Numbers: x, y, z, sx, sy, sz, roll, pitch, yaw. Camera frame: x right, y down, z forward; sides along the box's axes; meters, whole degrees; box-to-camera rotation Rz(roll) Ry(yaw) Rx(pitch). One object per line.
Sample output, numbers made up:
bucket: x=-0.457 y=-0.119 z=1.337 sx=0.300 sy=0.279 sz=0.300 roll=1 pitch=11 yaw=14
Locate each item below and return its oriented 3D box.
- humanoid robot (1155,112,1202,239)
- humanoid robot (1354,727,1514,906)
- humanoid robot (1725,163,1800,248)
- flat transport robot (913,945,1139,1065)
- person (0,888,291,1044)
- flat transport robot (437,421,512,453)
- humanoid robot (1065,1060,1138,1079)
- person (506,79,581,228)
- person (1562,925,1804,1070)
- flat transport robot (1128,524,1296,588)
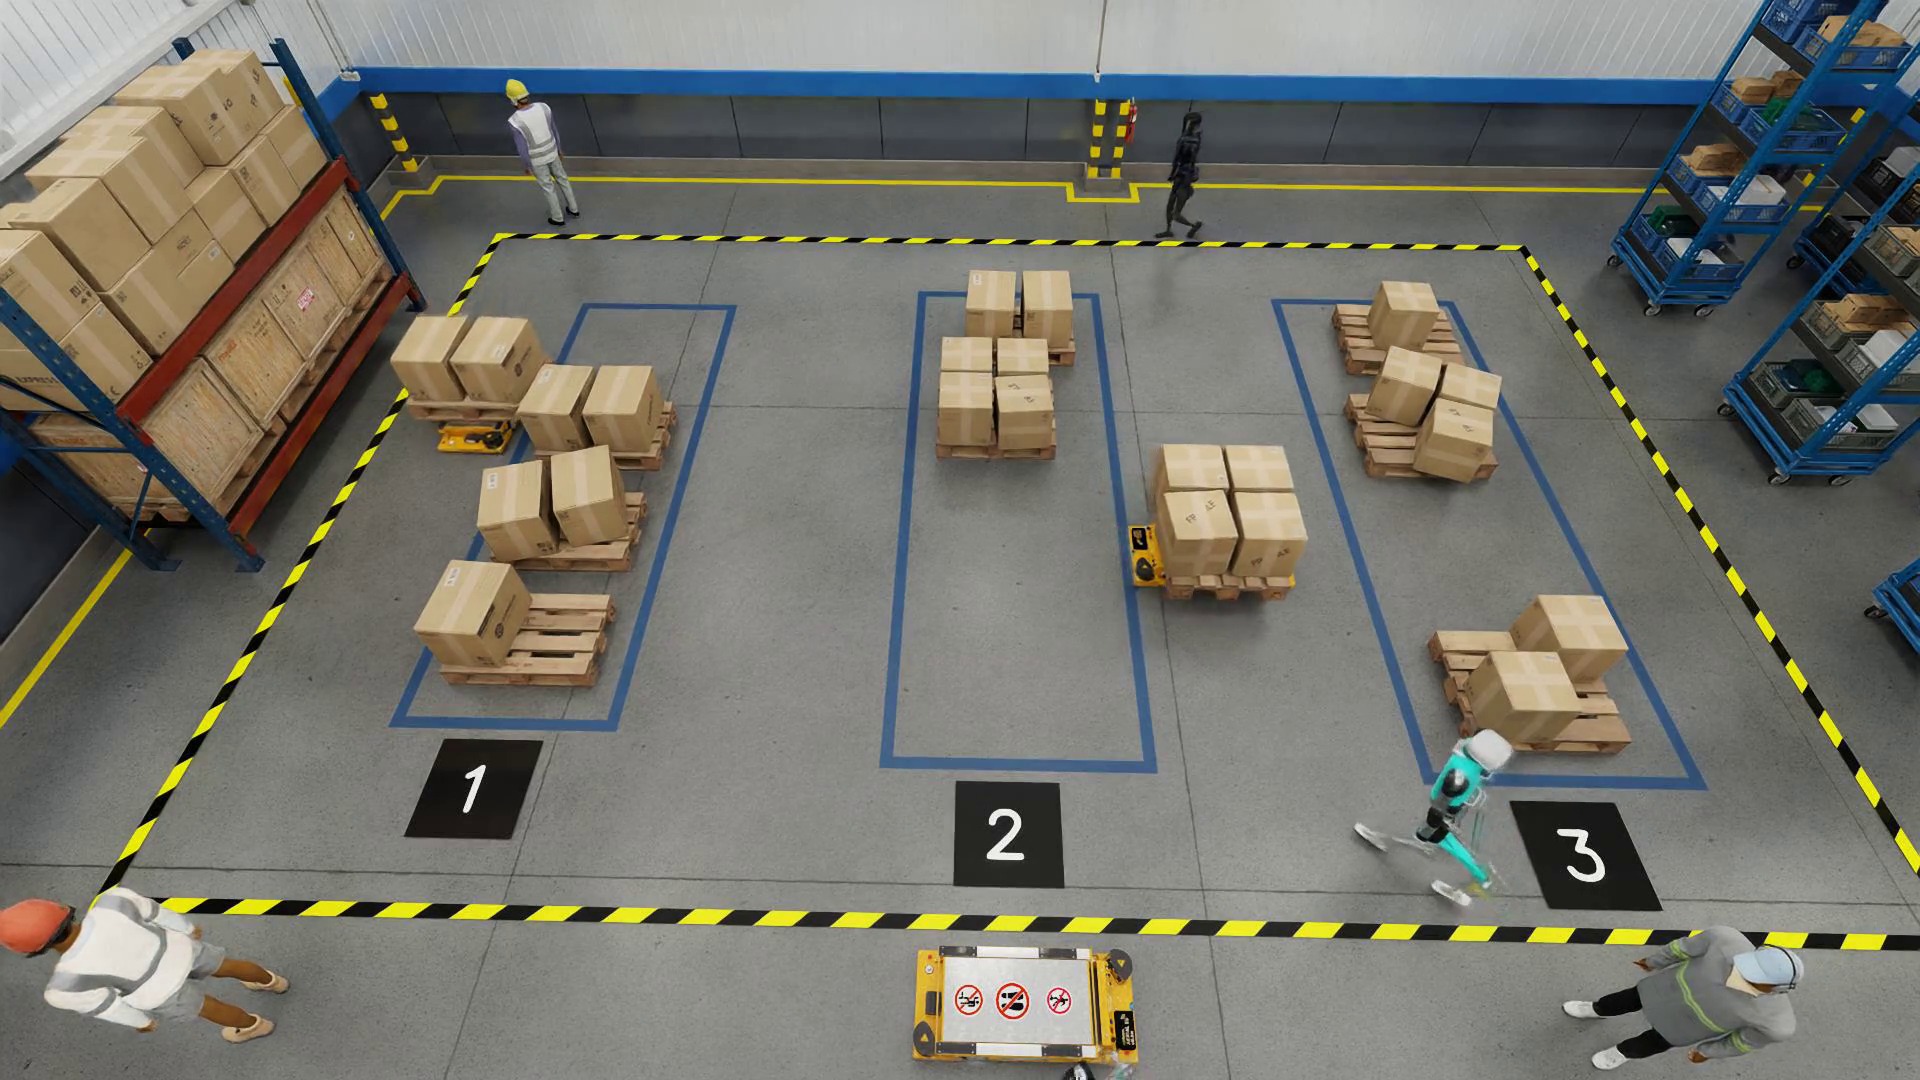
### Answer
humanoid robot: x=2.782 y=-4.424 z=11.183 sx=0.495 sy=1.636 sz=0.605 roll=-7 pitch=51 yaw=-6
humanoid robot: x=3.344 y=1.906 z=6.017 sx=1.041 sy=1.762 sz=0.543 roll=36 pitch=59 yaw=25
humanoid robot: x=9.723 y=-4.371 z=11.140 sx=0.610 sy=1.643 sz=0.378 roll=11 pitch=52 yaw=9
flat transport robot: x=0.422 y=3.041 z=6.007 sx=1.431 sy=0.231 sz=0.659 roll=1 pitch=51 yaw=1
person: x=-4.660 y=2.503 z=5.305 sx=0.391 sy=2.039 sz=0.607 roll=0 pitch=51 yaw=0
flat transport robot: x=-4.951 y=-1.495 z=9.686 sx=0.652 sy=0.197 sz=1.431 roll=1 pitch=51 yaw=1
humanoid robot: x=0.942 y=3.099 z=5.029 sx=0.805 sy=1.801 sz=0.530 roll=-25 pitch=55 yaw=-19
person: x=-5.195 y=-4.783 z=11.374 sx=0.404 sy=1.834 sz=0.589 roll=27 pitch=56 yaw=20
person: x=4.157 y=2.678 z=5.281 sx=0.399 sy=1.851 sz=0.592 roll=-6 pitch=51 yaw=-5
flat transport robot: x=2.293 y=0.116 z=8.373 sx=1.431 sy=0.197 sz=0.652 roll=1 pitch=51 yaw=1
